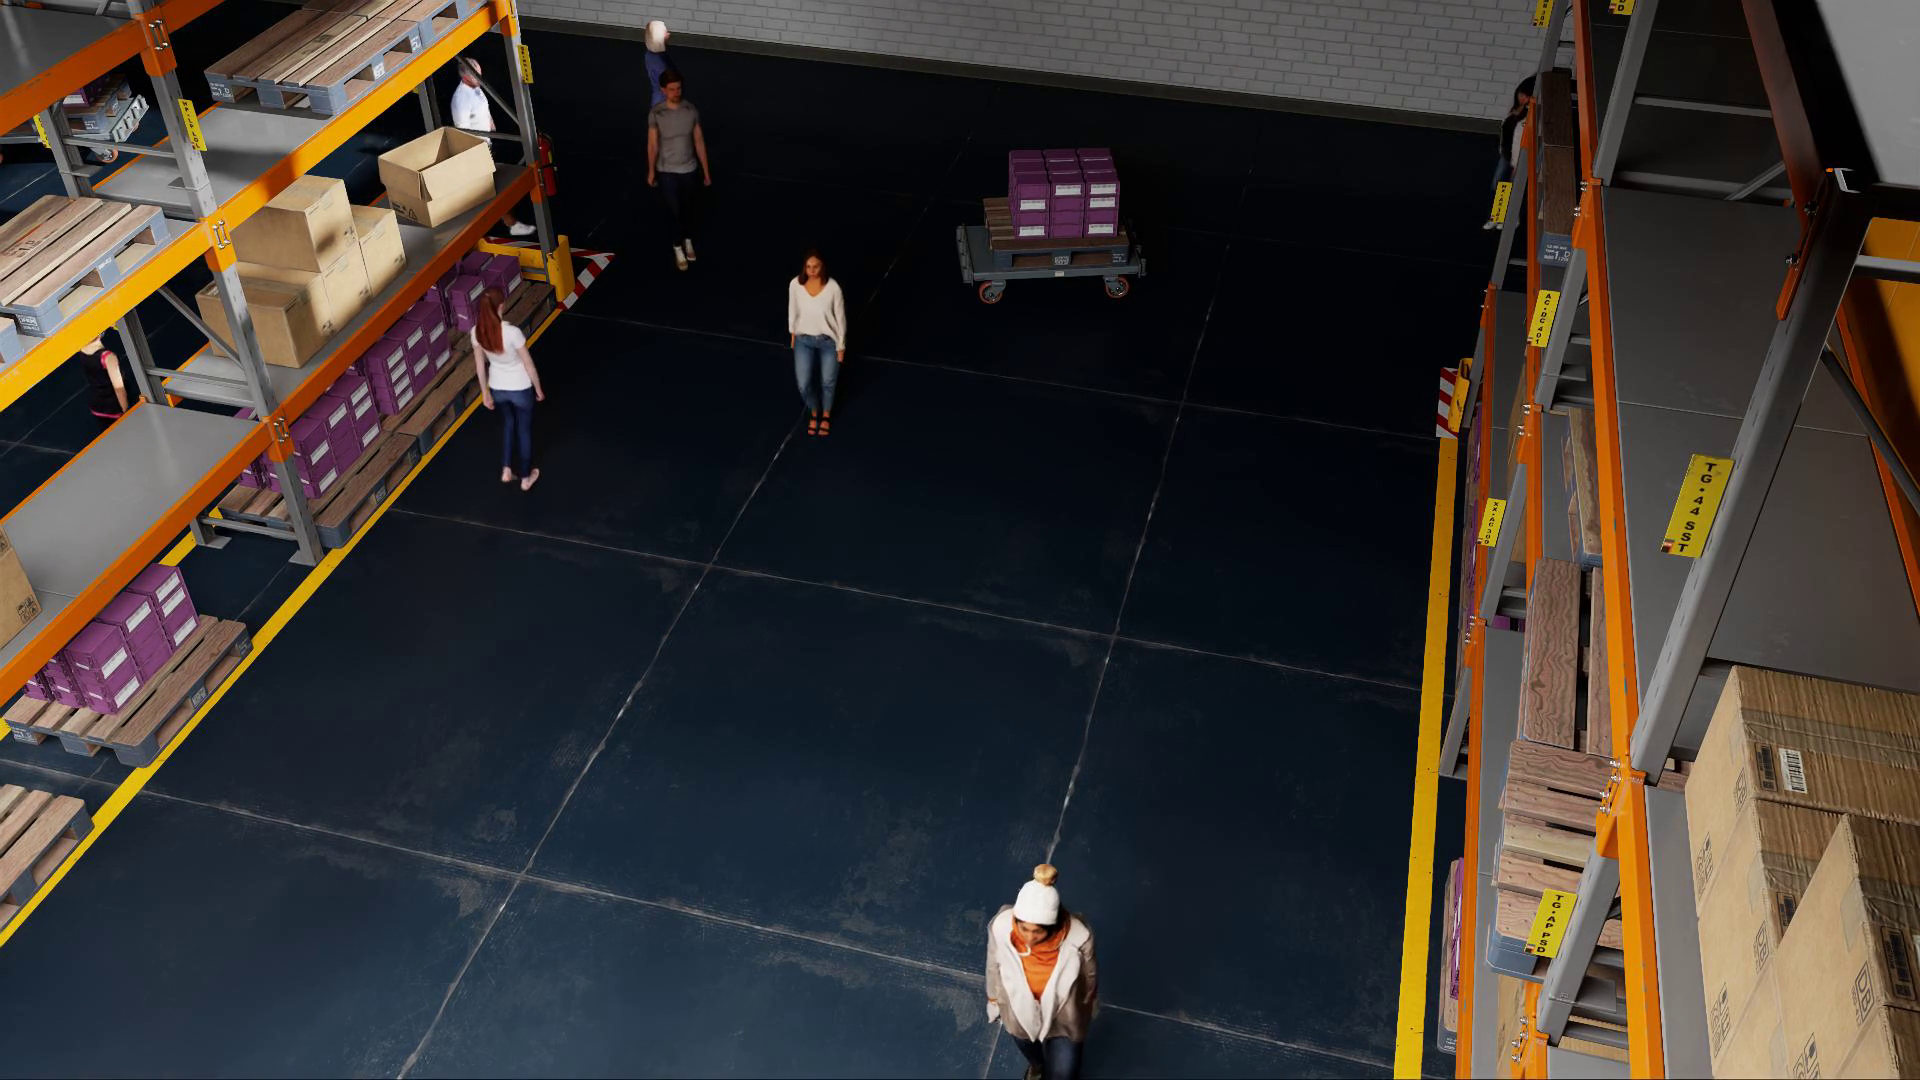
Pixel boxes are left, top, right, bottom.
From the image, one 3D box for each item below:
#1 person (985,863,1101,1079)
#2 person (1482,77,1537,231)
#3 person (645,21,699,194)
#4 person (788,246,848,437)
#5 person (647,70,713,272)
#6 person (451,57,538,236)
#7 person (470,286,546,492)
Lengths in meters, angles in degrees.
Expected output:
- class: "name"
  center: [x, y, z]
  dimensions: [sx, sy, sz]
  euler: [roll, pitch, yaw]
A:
- class: "person"
  center: [0.445, 2.143, 8.189]
  dimensions: [0.709, 1.874, 0.696]
  euler: [9, 39, 11]
- class: "person"
  center: [5.271, -3.632, 15.639]
  dimensions: [0.867, 1.600, 0.805]
  euler: [-10, 40, -12]
- class: "person"
  center: [-2.881, -4.224, 16.264]
  dimensions: [0.781, 1.745, 0.701]
  euler: [-17, 41, -20]
- class: "person"
  center: [-1.087, -1.596, 13.031]
  dimensions: [0.662, 1.673, 0.631]
  euler: [6, 39, 7]
- class: "person"
  center: [-2.605, -3.419, 15.148]
  dimensions: [0.872, 1.881, 0.920]
  euler: [-16, 41, -19]
- class: "person"
  center: [-4.583, -3.612, 15.467]
  dimensions: [1.057, 1.784, 1.046]
  euler: [-4, 39, -5]
- class: "person"
  center: [-3.358, -1.052, 12.307]
  dimensions: [0.561, 1.727, 0.635]
  euler: [8, 39, 10]
